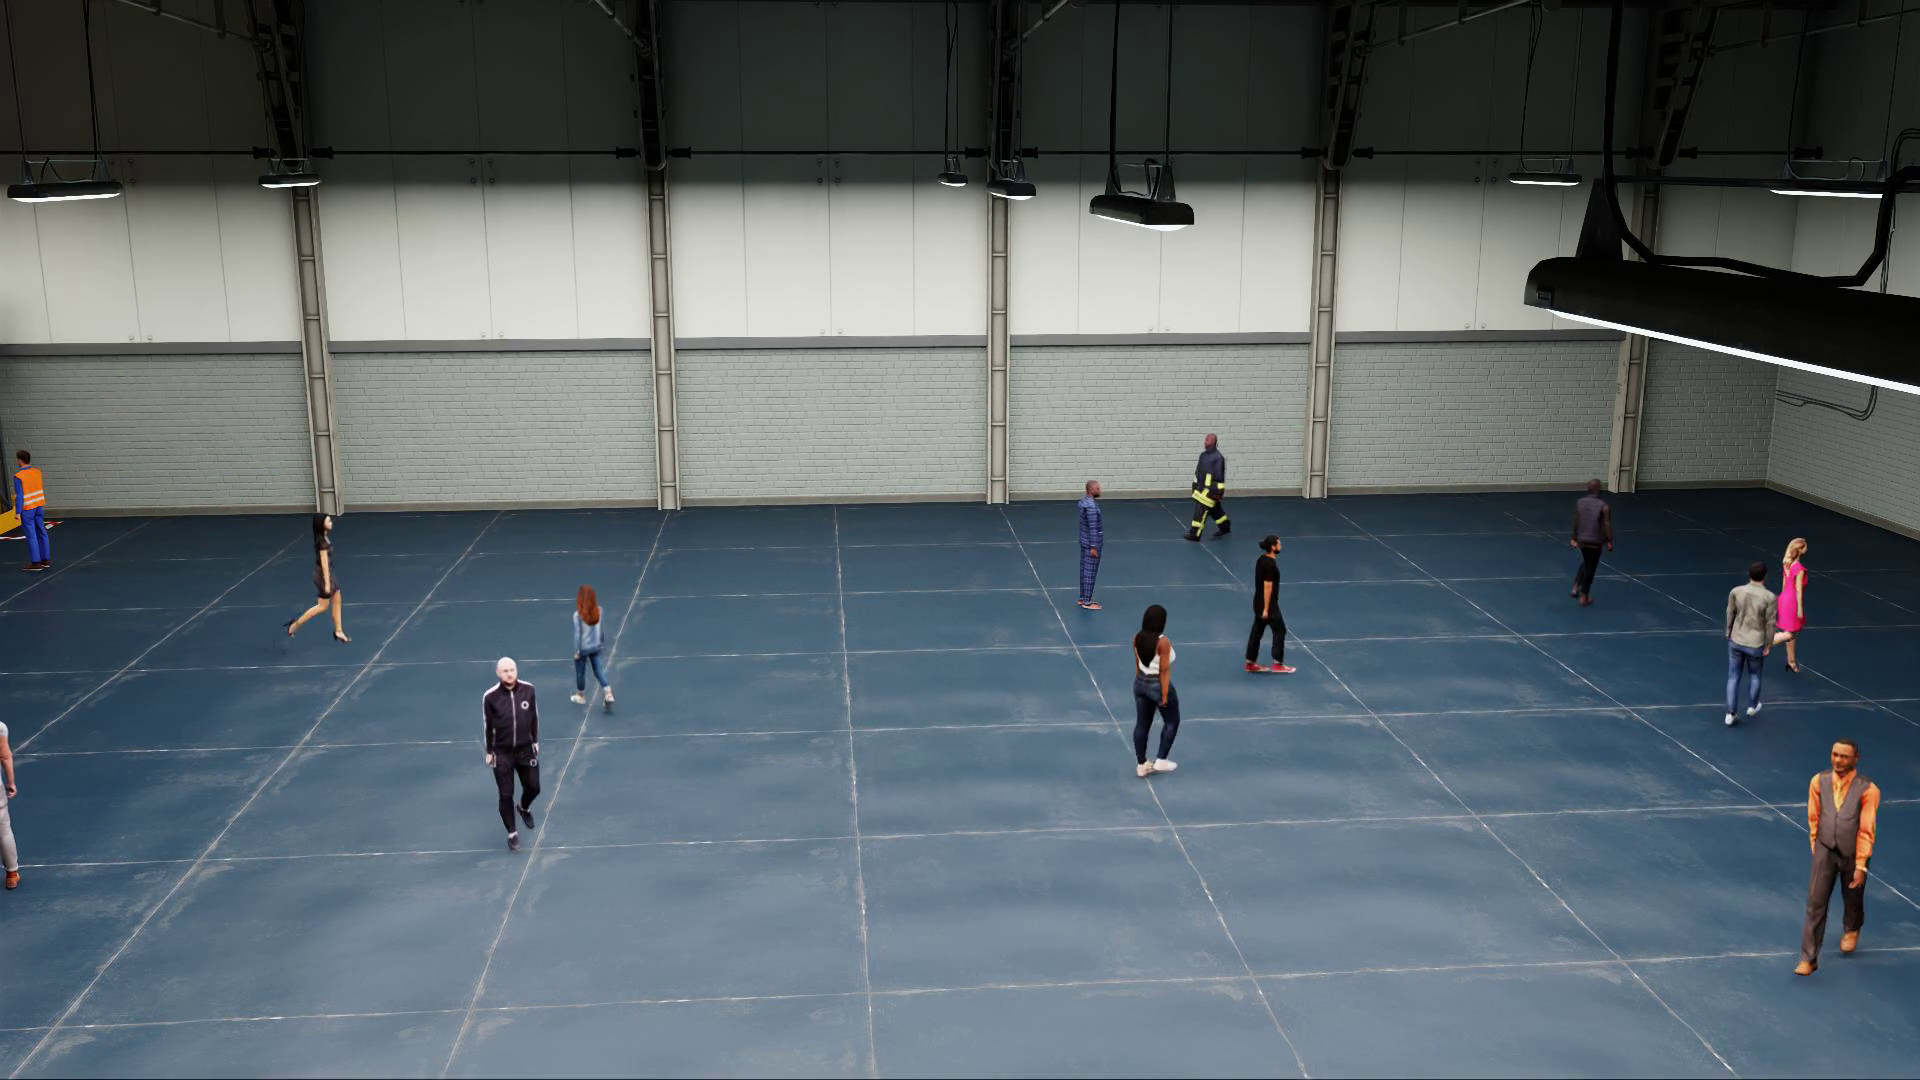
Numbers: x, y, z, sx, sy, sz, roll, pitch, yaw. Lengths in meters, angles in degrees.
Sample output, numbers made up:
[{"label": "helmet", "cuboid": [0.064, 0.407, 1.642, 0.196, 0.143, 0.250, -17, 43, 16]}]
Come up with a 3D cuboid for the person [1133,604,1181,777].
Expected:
[{"label": "person", "cuboid": [1.918, 1.567, 17.008, 0.851, 1.795, 0.798, -12, 18, -42]}]

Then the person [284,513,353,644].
[{"label": "person", "cuboid": [-8.314, 0.537, 21.518, 1.092, 1.766, 0.778, -5, 14, -21]}]

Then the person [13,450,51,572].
[{"label": "person", "cuboid": [-14.335, -0.471, 25.655, 0.703, 1.863, 0.745, 3, 13, 11]}]

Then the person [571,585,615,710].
[{"label": "person", "cuboid": [-4.223, 1.251, 19.124, 0.971, 1.455, 0.985, -12, 17, -41]}]

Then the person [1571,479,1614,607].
[{"label": "person", "cuboid": [8.871, 0.043, 23.522, 0.847, 1.825, 0.830, -8, 15, -32]}]

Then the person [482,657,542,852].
[{"label": "person", "cuboid": [-4.160, 1.937, 15.356, 0.850, 1.818, 0.896, -7, 15, -27]}]

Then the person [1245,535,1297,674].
[{"label": "person", "cuboid": [3.682, 0.805, 20.425, 0.833, 1.737, 0.650, -2, 13, -10]}]

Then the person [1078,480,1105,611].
[{"label": "person", "cuboid": [1.841, 0.047, 23.504, 0.606, 1.824, 0.680, -2, 13, -10]}]

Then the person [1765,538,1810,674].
[{"label": "person", "cuboid": [10.115, 0.822, 20.420, 0.983, 1.706, 0.738, 2, 13, 9]}]

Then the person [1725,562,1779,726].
[{"label": "person", "cuboid": [8.764, 1.182, 18.583, 1.077, 1.834, 1.128, 9, 16, 35]}]

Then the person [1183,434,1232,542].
[{"label": "person", "cuboid": [4.211, -0.872, 27.563, 1.295, 1.785, 0.957, -5, 14, -21]}]

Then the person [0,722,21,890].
[{"label": "person", "cuboid": [-8.457, 2.165, 14.350, 0.720, 1.828, 0.823, -12, 17, -41]}]

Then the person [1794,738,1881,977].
[{"label": "person", "cuboid": [6.941, 2.459, 13.017, 1.244, 1.858, 1.348, 12, 18, 42]}]
